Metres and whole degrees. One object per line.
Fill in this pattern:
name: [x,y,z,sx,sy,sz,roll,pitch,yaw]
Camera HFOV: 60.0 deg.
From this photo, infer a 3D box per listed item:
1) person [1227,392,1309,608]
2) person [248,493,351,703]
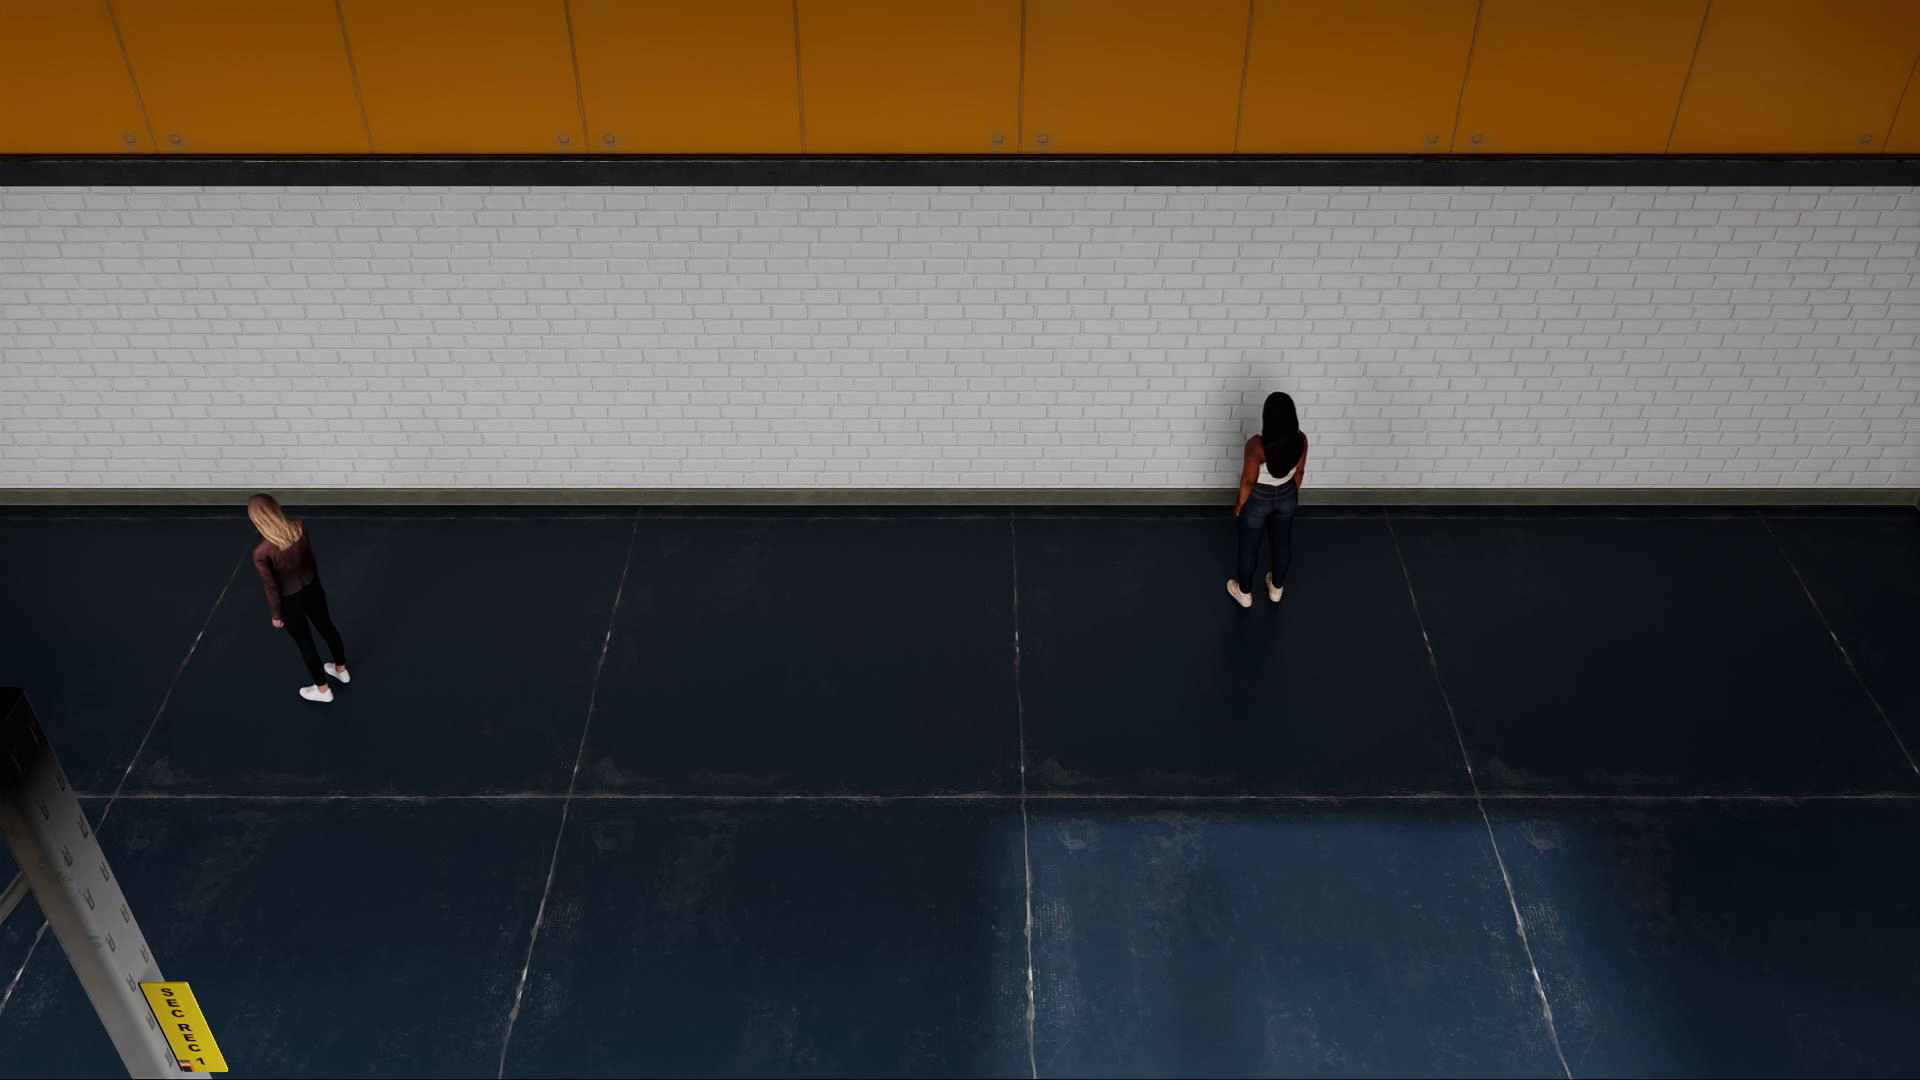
person: [2.232,-0.281,11.990,0.689,1.805,0.668,-8,39,-9]
person: [-4.463,0.387,11.234,0.734,1.703,0.599,17,42,20]
